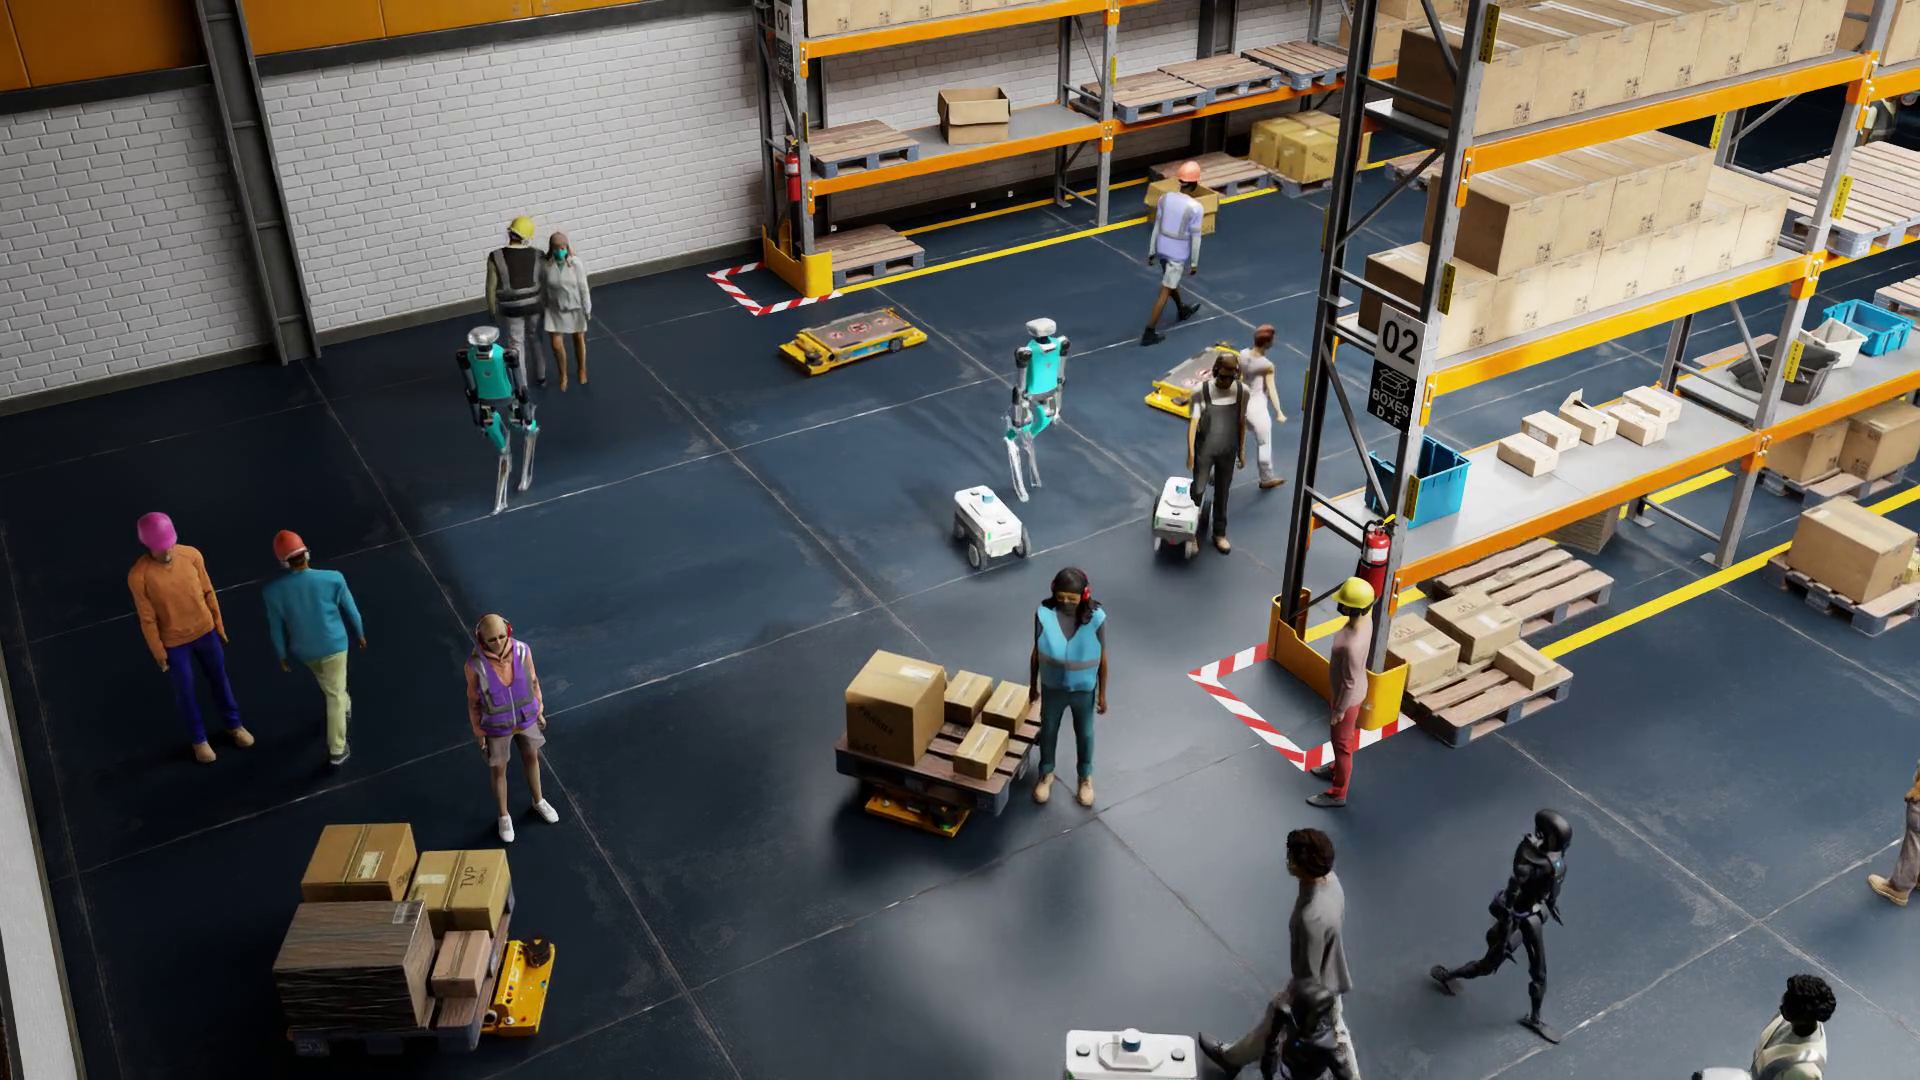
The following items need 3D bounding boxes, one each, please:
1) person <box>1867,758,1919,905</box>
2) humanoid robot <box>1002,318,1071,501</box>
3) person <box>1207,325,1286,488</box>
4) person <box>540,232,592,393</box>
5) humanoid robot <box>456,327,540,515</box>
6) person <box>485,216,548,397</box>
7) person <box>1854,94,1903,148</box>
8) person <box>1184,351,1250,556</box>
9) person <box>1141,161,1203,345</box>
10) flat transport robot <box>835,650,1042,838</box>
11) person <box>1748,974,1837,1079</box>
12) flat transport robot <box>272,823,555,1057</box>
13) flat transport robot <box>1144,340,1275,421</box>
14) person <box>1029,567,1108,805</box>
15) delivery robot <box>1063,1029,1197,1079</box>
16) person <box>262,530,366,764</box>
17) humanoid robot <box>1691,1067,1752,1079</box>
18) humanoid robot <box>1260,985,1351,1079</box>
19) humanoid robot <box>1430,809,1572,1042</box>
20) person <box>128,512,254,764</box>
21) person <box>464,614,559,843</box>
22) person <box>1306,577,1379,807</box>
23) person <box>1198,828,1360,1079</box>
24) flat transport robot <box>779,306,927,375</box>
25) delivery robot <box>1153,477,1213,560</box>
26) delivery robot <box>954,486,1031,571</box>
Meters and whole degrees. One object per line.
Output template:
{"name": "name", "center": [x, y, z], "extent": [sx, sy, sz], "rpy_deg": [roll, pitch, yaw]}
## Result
{"name": "person", "center": [6.055, 1.490, 10.287], "extent": [0.480, 1.775, 0.326], "rpy_deg": [-14, 35, -21]}
{"name": "humanoid robot", "center": [0.566, -1.155, 14.574], "extent": [0.534, 1.825, 0.715], "rpy_deg": [-20, 37, -28]}
{"name": "person", "center": [2.597, -1.158, 14.649], "extent": [0.741, 1.615, 0.493], "rpy_deg": [-19, 37, -28]}
{"name": "person", "center": [-3.875, -2.243, 16.363], "extent": [0.513, 1.634, 0.573], "rpy_deg": [-6, 33, -10]}
{"name": "humanoid robot", "center": [-3.954, -1.111, 14.484], "extent": [0.544, 1.769, 0.904], "rpy_deg": [1, 32, 1]}
{"name": "person", "center": [-4.286, -2.274, 16.281], "extent": [0.639, 1.785, 0.425], "rpy_deg": [-20, 37, -29]}
{"name": "person", "center": [11.026, -4.720, 20.138], "extent": [0.562, 1.836, 0.380], "rpy_deg": [-20, 37, -29]}
{"name": "person", "center": [2.119, -0.722, 13.758], "extent": [0.504, 1.841, 0.346], "rpy_deg": [-5, 32, -7]}
{"name": "person", "center": [2.269, -3.023, 17.424], "extent": [1.070, 1.859, 0.555], "rpy_deg": [-26, 40, -35]}
{"name": "flat transport robot", "center": [-0.067, 1.507, 11.681], "extent": [0.659, 0.231, 1.431], "rpy_deg": [13, 34, 20]}
{"name": "person", "center": [4.057, 2.801, 8.278], "extent": [0.319, 1.693, 0.531], "rpy_deg": [10, 33, 16]}
{"name": "flat transport robot", "center": [-3.180, 2.650, 9.857], "extent": [1.431, 0.231, 0.659], "rpy_deg": [-1, 32, -2]}
{"name": "flat transport robot", "center": [2.512, -1.597, 16.631], "extent": [0.659, 0.231, 1.431], "rpy_deg": [23, 39, 32]}
{"name": "person", "center": [0.726, 0.962, 11.056], "extent": [0.537, 1.857, 0.378], "rpy_deg": [5, 32, 8]}
{"name": "delivery robot", "center": [0.927, 2.923, 9.139], "extent": [0.756, 0.580, 0.499], "rpy_deg": [2, 32, 3]}
{"name": "person", "center": [-4.476, 0.713, 11.613], "extent": [0.578, 1.696, 0.889], "rpy_deg": [-7, 33, -11]}
{"name": "humanoid robot", "center": [3.122, 3.170, 7.723], "extent": [0.805, 1.873, 0.546], "rpy_deg": [-1, 32, -2]}
{"name": "humanoid robot", "center": [1.734, 2.807, 8.274], "extent": [0.358, 1.647, 0.589], "rpy_deg": [-21, 38, -29]}
{"name": "humanoid robot", "center": [3.163, 2.116, 9.441], "extent": [0.613, 1.628, 0.785], "rpy_deg": [-25, 40, -34]}
{"name": "person", "center": [-5.321, 0.653, 11.443], "extent": [0.515, 1.976, 0.408], "rpy_deg": [-28, 41, -37]}
{"name": "person", "center": [-2.941, 1.193, 10.840], "extent": [0.480, 1.694, 0.351], "rpy_deg": [-20, 37, -29]}
{"name": "person", "center": [2.547, 1.005, 11.072], "extent": [0.309, 1.768, 0.531], "rpy_deg": [9, 33, 14]}
{"name": "person", "center": [1.824, 2.322, 8.899], "extent": [0.982, 1.837, 0.585], "rpy_deg": [17, 36, 25]}
{"name": "flat transport robot", "center": [-1.116, -2.102, 17.437], "extent": [1.431, 0.231, 0.659], "rpy_deg": [-21, 38, -29]}
{"name": "delivery robot", "center": [1.873, -0.235, 14.170], "extent": [0.499, 0.575, 0.759], "rpy_deg": [8, 33, 13]}
{"name": "delivery robot", "center": [0.241, -0.125, 14.028], "extent": [0.499, 0.609, 0.805], "rpy_deg": [-14, 35, -21]}
